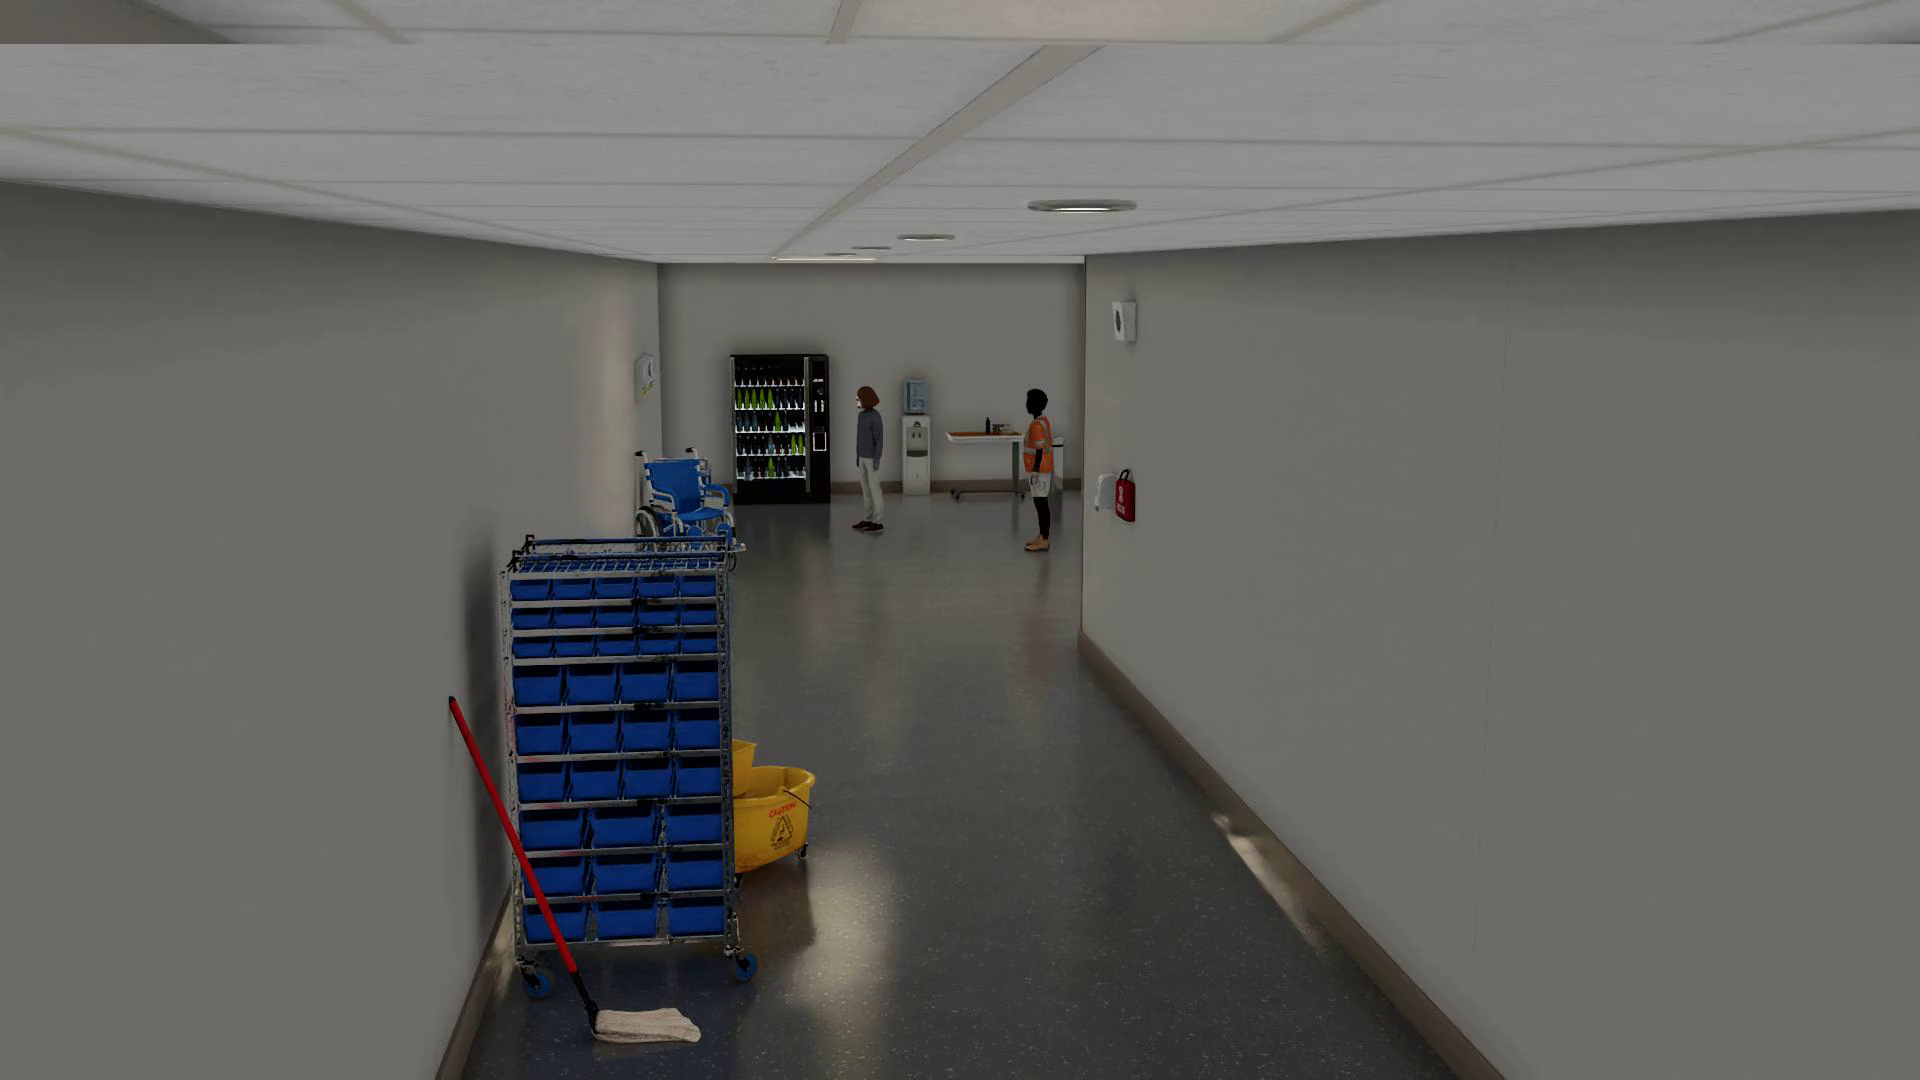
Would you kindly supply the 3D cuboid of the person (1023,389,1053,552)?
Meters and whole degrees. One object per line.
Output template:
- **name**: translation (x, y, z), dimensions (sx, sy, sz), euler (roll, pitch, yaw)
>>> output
- **person**: translation (0.811, -0.727, 17.330), dimensions (0.317, 1.695, 0.540), euler (1, 9, 8)

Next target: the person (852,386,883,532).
- **person**: translation (-1.029, -0.910, 18.666), dimensions (0.264, 1.631, 0.508), euler (-5, 10, -29)
